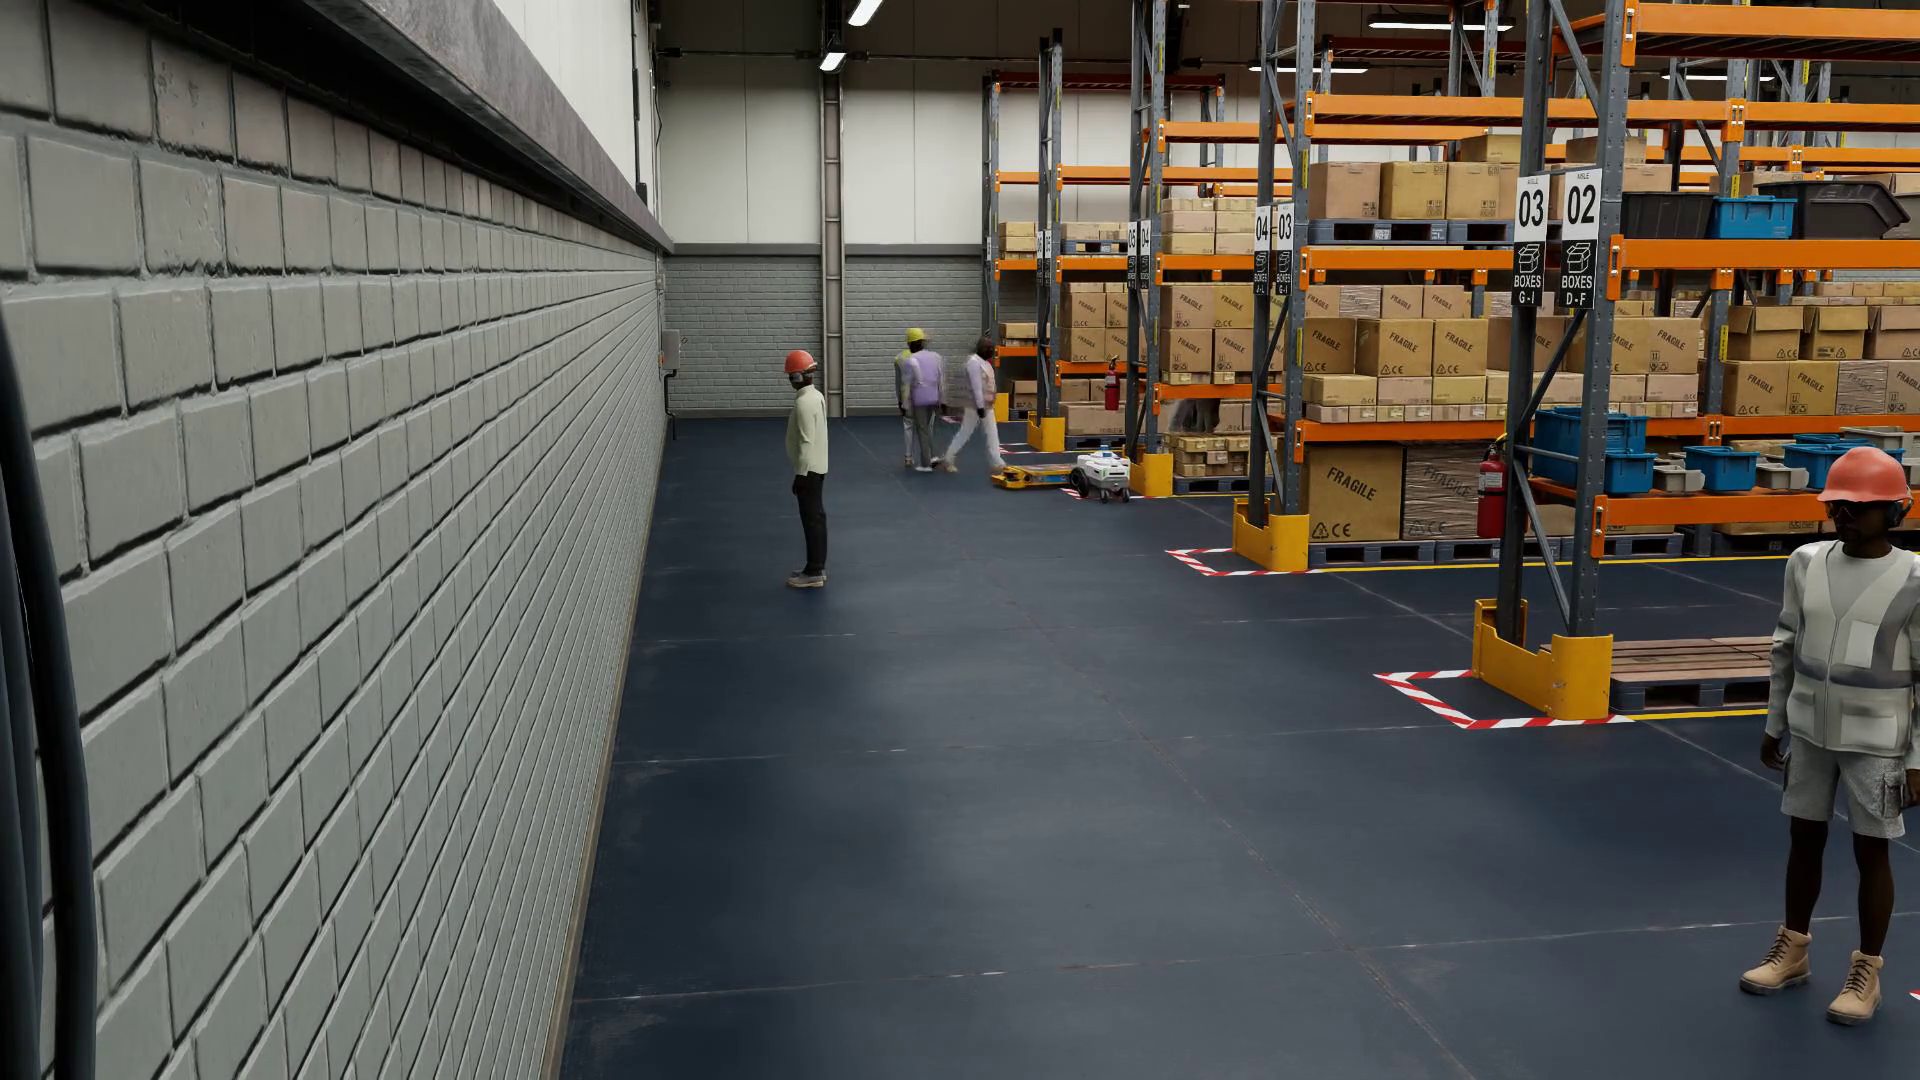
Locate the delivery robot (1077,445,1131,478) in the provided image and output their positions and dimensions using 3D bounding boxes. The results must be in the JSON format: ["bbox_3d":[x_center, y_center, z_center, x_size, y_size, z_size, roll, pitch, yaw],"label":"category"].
[{"bbox_3d":[1.725,-0.892,19.928,0.477,0.478,0.707,-6,11,-33],"label":"delivery robot"}]

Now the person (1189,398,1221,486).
[{"bbox_3d":[3.026,-1.591,20.531,0.333,1.860,0.510,-5,10,-27],"label":"person"}]

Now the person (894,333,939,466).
[{"bbox_3d":[-0.563,-1.908,22.538,0.626,1.842,0.429,2,10,14],"label":"person"}]

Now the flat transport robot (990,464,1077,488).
[{"bbox_3d":[1.148,-0.804,20.548,1.431,0.197,0.652,-3,10,-17],"label":"flat transport robot"}]

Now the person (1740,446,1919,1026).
[{"bbox_3d":[3.140,0.687,5.900,0.378,2.045,0.605,-6,11,-34],"label":"person"}]

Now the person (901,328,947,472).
[{"bbox_3d":[-0.514,-1.836,21.908,0.632,1.899,0.488,-8,12,-41],"label":"person"}]

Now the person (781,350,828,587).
[{"bbox_3d":[-1.301,-0.598,14.001,0.391,1.987,0.608,1,9,5],"label":"person"}]

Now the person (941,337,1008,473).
[{"bbox_3d":[0.212,-1.762,21.817,0.970,1.790,0.647,4,10,22],"label":"person"}]

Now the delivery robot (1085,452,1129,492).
[{"bbox_3d":[1.700,-0.777,19.221,0.477,0.478,0.707,-2,9,-13],"label":"delivery robot"}]

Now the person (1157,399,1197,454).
[{"bbox_3d":[2.851,-1.862,22.079,1.090,1.878,0.626,-2,9,-10],"label":"person"}]
